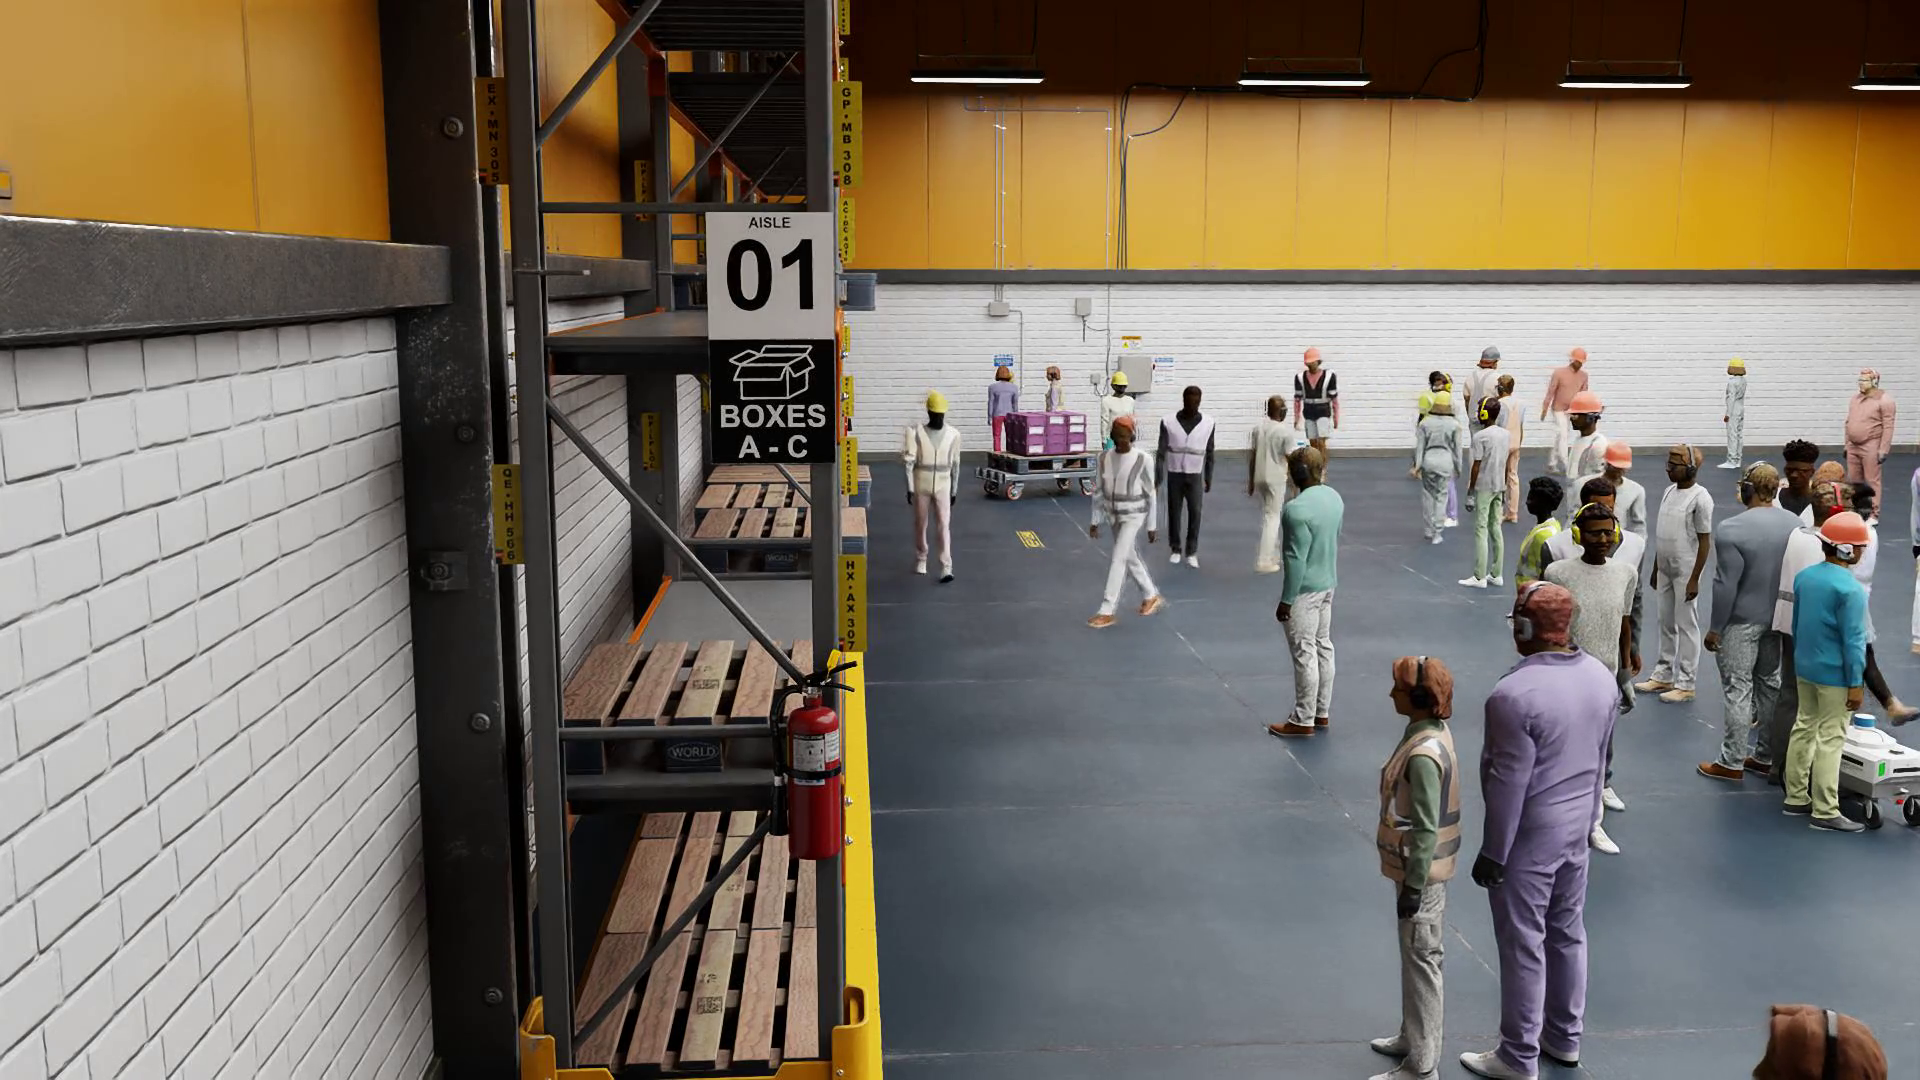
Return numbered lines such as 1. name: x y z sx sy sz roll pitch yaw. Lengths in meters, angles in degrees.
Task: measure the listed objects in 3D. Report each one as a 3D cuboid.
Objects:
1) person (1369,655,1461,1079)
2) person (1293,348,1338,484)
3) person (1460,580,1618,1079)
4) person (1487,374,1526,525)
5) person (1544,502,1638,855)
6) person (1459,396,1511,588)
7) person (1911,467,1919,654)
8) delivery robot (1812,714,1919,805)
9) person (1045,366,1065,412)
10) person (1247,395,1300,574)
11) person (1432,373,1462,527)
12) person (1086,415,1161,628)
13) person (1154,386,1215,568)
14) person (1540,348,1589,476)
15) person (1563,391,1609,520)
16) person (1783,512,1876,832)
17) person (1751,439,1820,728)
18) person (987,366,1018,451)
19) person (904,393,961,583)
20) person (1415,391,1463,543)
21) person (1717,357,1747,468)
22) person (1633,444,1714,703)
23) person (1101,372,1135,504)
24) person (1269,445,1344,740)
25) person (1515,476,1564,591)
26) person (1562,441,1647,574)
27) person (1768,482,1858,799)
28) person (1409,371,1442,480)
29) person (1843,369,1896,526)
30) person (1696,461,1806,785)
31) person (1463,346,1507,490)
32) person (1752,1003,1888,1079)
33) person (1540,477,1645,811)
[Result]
1. person: 1.707 1.235 6.219 0.306 1.639 0.523 3 9 16
2. person: 5.134 -1.783 24.100 0.627 1.996 0.796 5 10 29
3. person: 2.157 1.095 6.271 0.651 1.904 0.403 -6 11 -35
4. person: 6.631 -1.093 20.240 0.501 1.839 0.341 -3 10 -19
5. person: 3.286 0.724 8.707 0.515 1.872 0.328 -1 9 -4
6. person: 5.132 -0.463 16.194 0.510 1.863 0.326 -6 11 -32
7. person: 7.843 0.035 13.160 0.429 1.836 0.623 -6 11 -32
8. delivery robot: 5.084 1.226 9.378 0.477 0.478 0.707 -2 9 -11
9. person: 1.471 -1.881 25.819 0.314 1.632 0.517 1 9 5
10. person: 3.260 -0.569 16.987 0.716 1.814 0.556 -7 11 -37
11. person: 5.825 -1.087 20.115 0.368 1.859 0.524 -3 10 -20
12. person: 1.466 -0.188 14.568 0.566 1.836 0.999 9 13 44
13. person: 2.331 -0.655 17.307 0.619 1.883 0.782 1 9 6
14. person: 9.227 -1.932 25.195 0.682 1.924 0.984 -3 9 -16
15. person: 5.343 -0.256 14.314 0.379 2.041 0.616 0 9 2
16. person: 4.791 0.713 9.139 0.329 1.751 0.571 -1 9 -4
17. person: 5.498 0.307 11.022 0.606 1.965 0.367 8 12 40
18. person: 0.671 -1.914 26.039 0.493 1.624 0.280 -3 9 -16
19. person: -0.269 -0.528 16.591 0.598 1.867 1.034 -2 9 -12
20. person: 5.485 -0.842 19.020 0.506 1.715 0.742 4 10 24
21. person: 12.188 -2.002 26.219 0.488 1.744 0.295 -8 12 -43
22. person: 5.112 0.235 11.854 0.345 1.846 0.508 -2 9 -13
23. person: 2.091 -1.337 21.972 0.526 1.768 0.331 -5 10 -29
24. person: 2.272 0.339 10.914 0.372 1.938 0.627 7 11 37
25. person: 3.898 0.414 11.197 0.318 1.697 0.535 3 9 17
26. person: 5.115 0.063 13.256 0.648 1.732 0.637 1 9 9
27. person: 4.967 0.578 9.700 0.372 1.843 0.570 -2 9 -11
28. person: 6.883 -1.653 24.317 0.542 1.663 0.863 -6 11 -34
29. person: 10.948 -1.114 20.136 0.399 1.907 0.644 -2 9 -15
30. person: 4.723 0.494 9.936 0.629 1.940 0.372 -3 10 -20
31. person: 7.480 -1.718 23.503 0.535 2.000 0.674 -6 11 -34
32. person: 1.652 1.700 3.290 0.307 1.643 0.514 4 10 23
33. person: 3.565 0.586 9.456 0.590 1.910 0.387 0 9 -2
